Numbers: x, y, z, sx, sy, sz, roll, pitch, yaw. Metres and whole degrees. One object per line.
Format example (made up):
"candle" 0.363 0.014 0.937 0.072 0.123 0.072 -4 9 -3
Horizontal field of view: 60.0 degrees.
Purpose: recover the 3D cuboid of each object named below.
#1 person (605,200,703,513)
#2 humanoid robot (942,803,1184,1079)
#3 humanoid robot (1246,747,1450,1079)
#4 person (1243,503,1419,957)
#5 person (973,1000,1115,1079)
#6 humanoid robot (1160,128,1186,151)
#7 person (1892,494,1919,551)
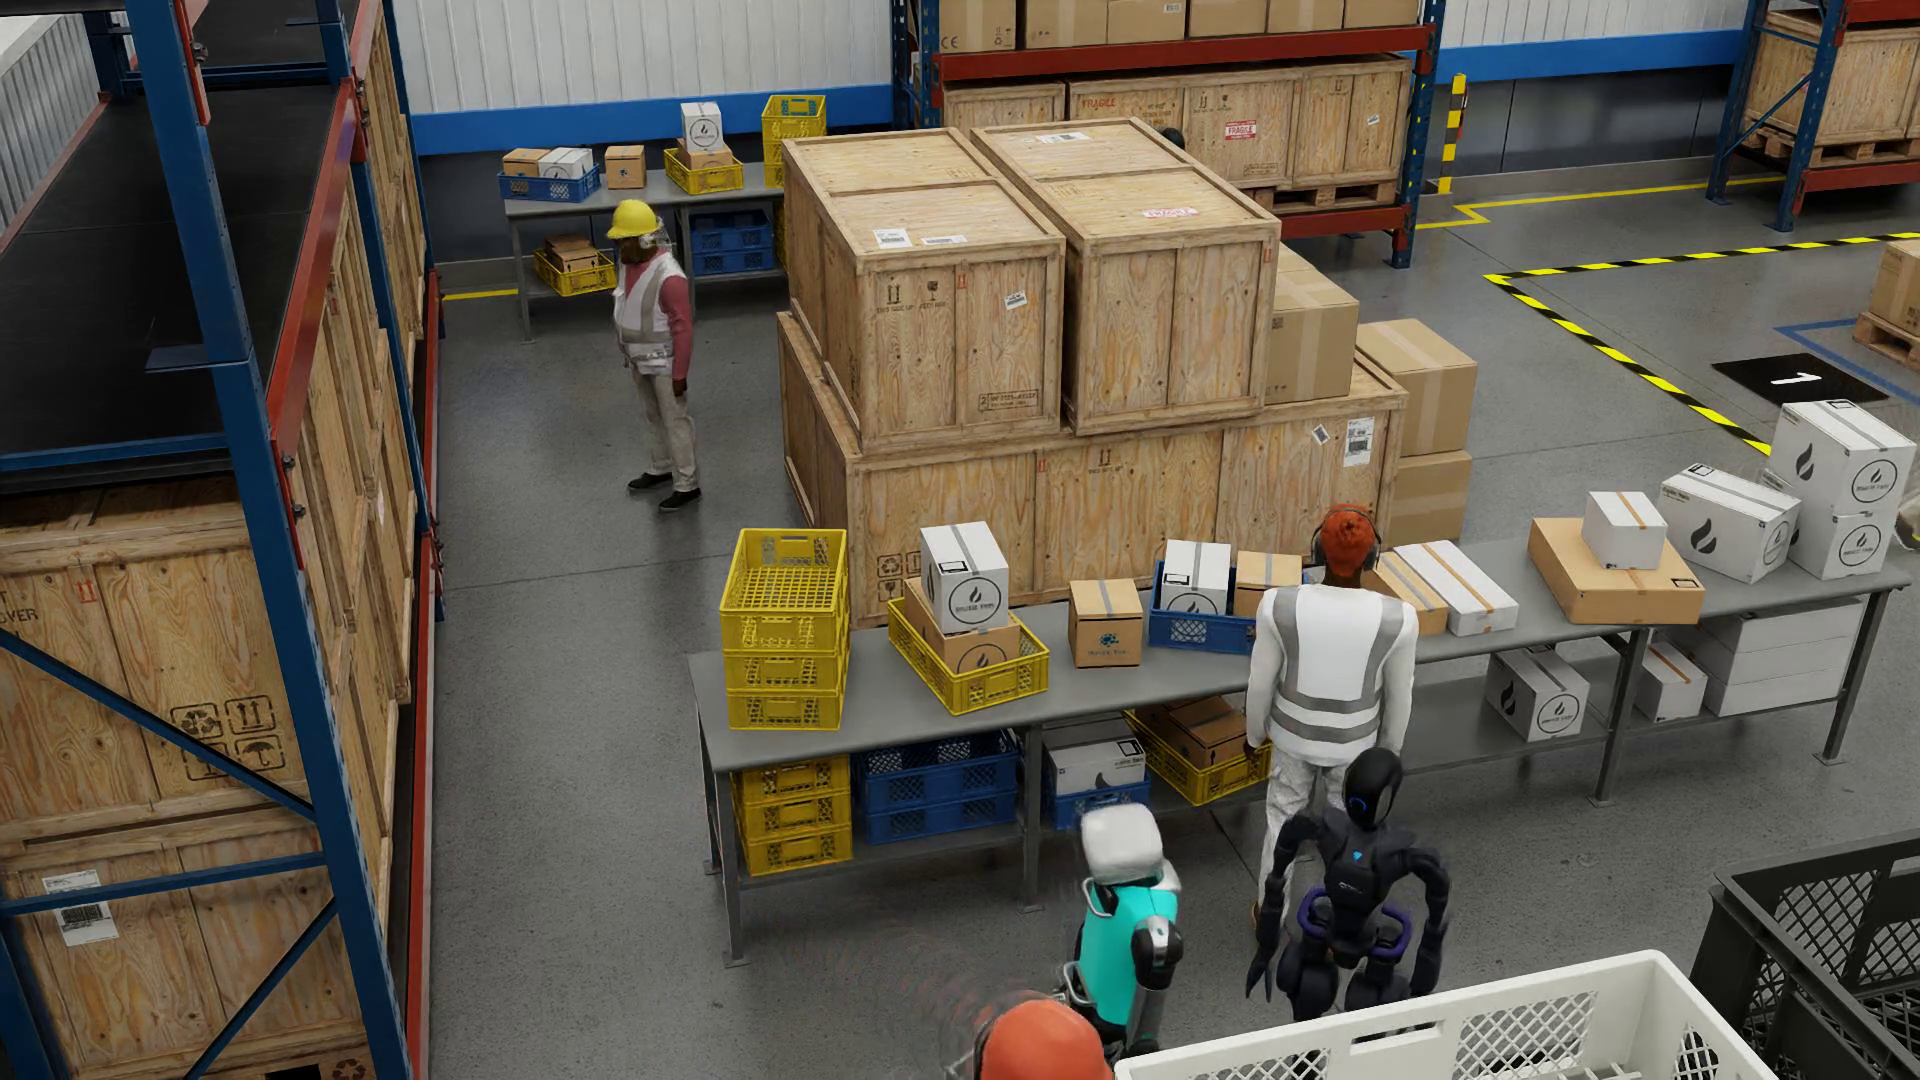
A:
"person" -1.725 -1.029 9.380 0.410 1.821 0.611 -22 35 -34
"humanoid robot" 0.236 1.559 4.792 0.798 1.810 0.538 -6 29 -10
"humanoid robot" 1.200 1.347 5.201 0.616 1.650 0.326 14 32 23
"person" 1.335 0.729 6.117 0.583 1.882 0.337 6 29 10
"person" 0.208 1.877 3.896 0.779 2.013 0.604 23 36 36
"humanoid robot" 1.377 -2.052 11.397 0.623 1.627 0.521 -18 34 -29
"person" 5.459 -0.587 8.663 0.870 1.733 0.573 18 34 30
